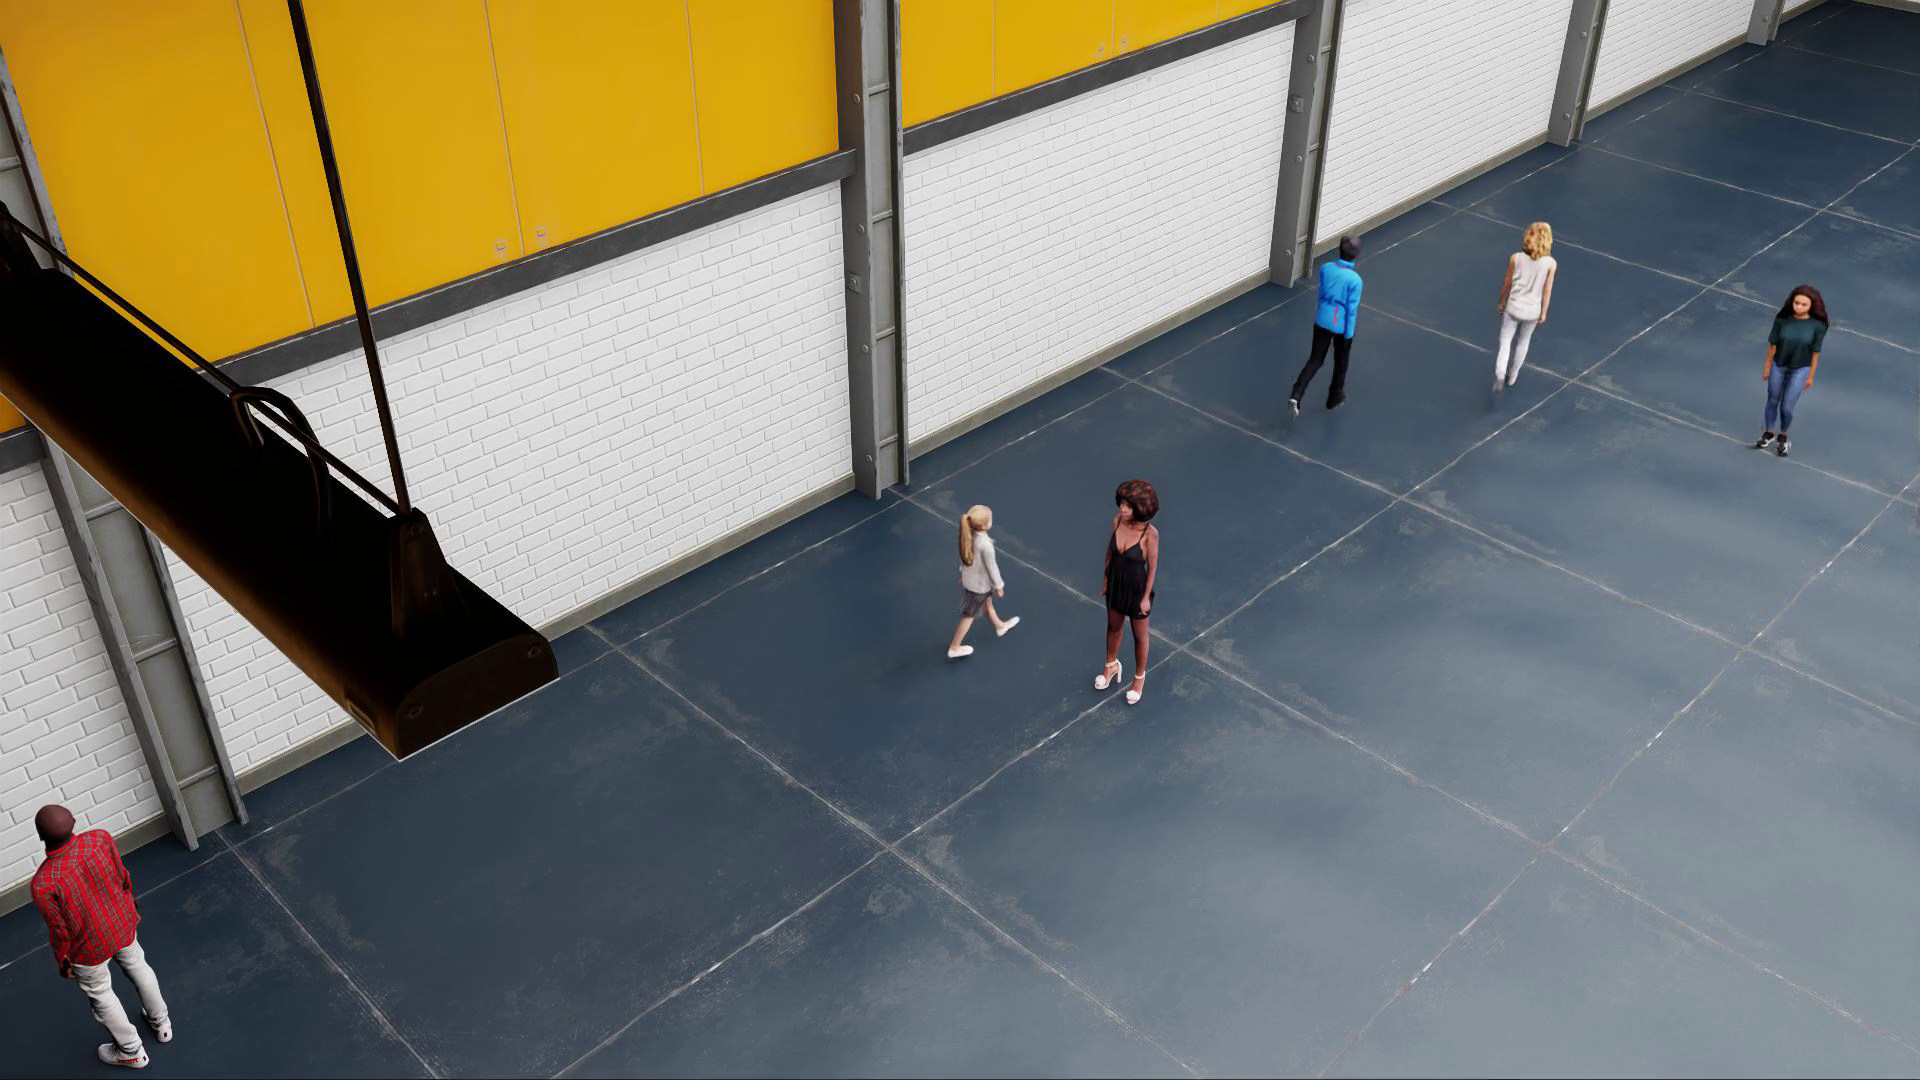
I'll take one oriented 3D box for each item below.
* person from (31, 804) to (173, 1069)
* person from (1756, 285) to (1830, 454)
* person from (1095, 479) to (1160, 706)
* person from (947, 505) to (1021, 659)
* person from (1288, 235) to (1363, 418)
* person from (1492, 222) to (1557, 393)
[{"bbox_3d":[-4.618,2.099,8.918,0.791,1.820,0.634,16,37,22],"label":"person"},{"bbox_3d":[7.267,-1.501,14.537,0.618,1.595,0.645,24,40,31],"label":"person"},{"bbox_3d":[1.181,0.347,11.581,0.566,1.790,0.554,24,41,32],"label":"person"},{"bbox_3d":[0.081,0.323,12.112,0.938,1.241,0.685,-17,37,-23],"label":"person"},{"bbox_3d":[3.299,-1.881,14.952,0.620,1.768,1.028,29,43,36],"label":"person"},{"bbox_3d":[5.203,-2.117,15.412,0.802,1.653,1.002,13,36,19],"label":"person"}]
